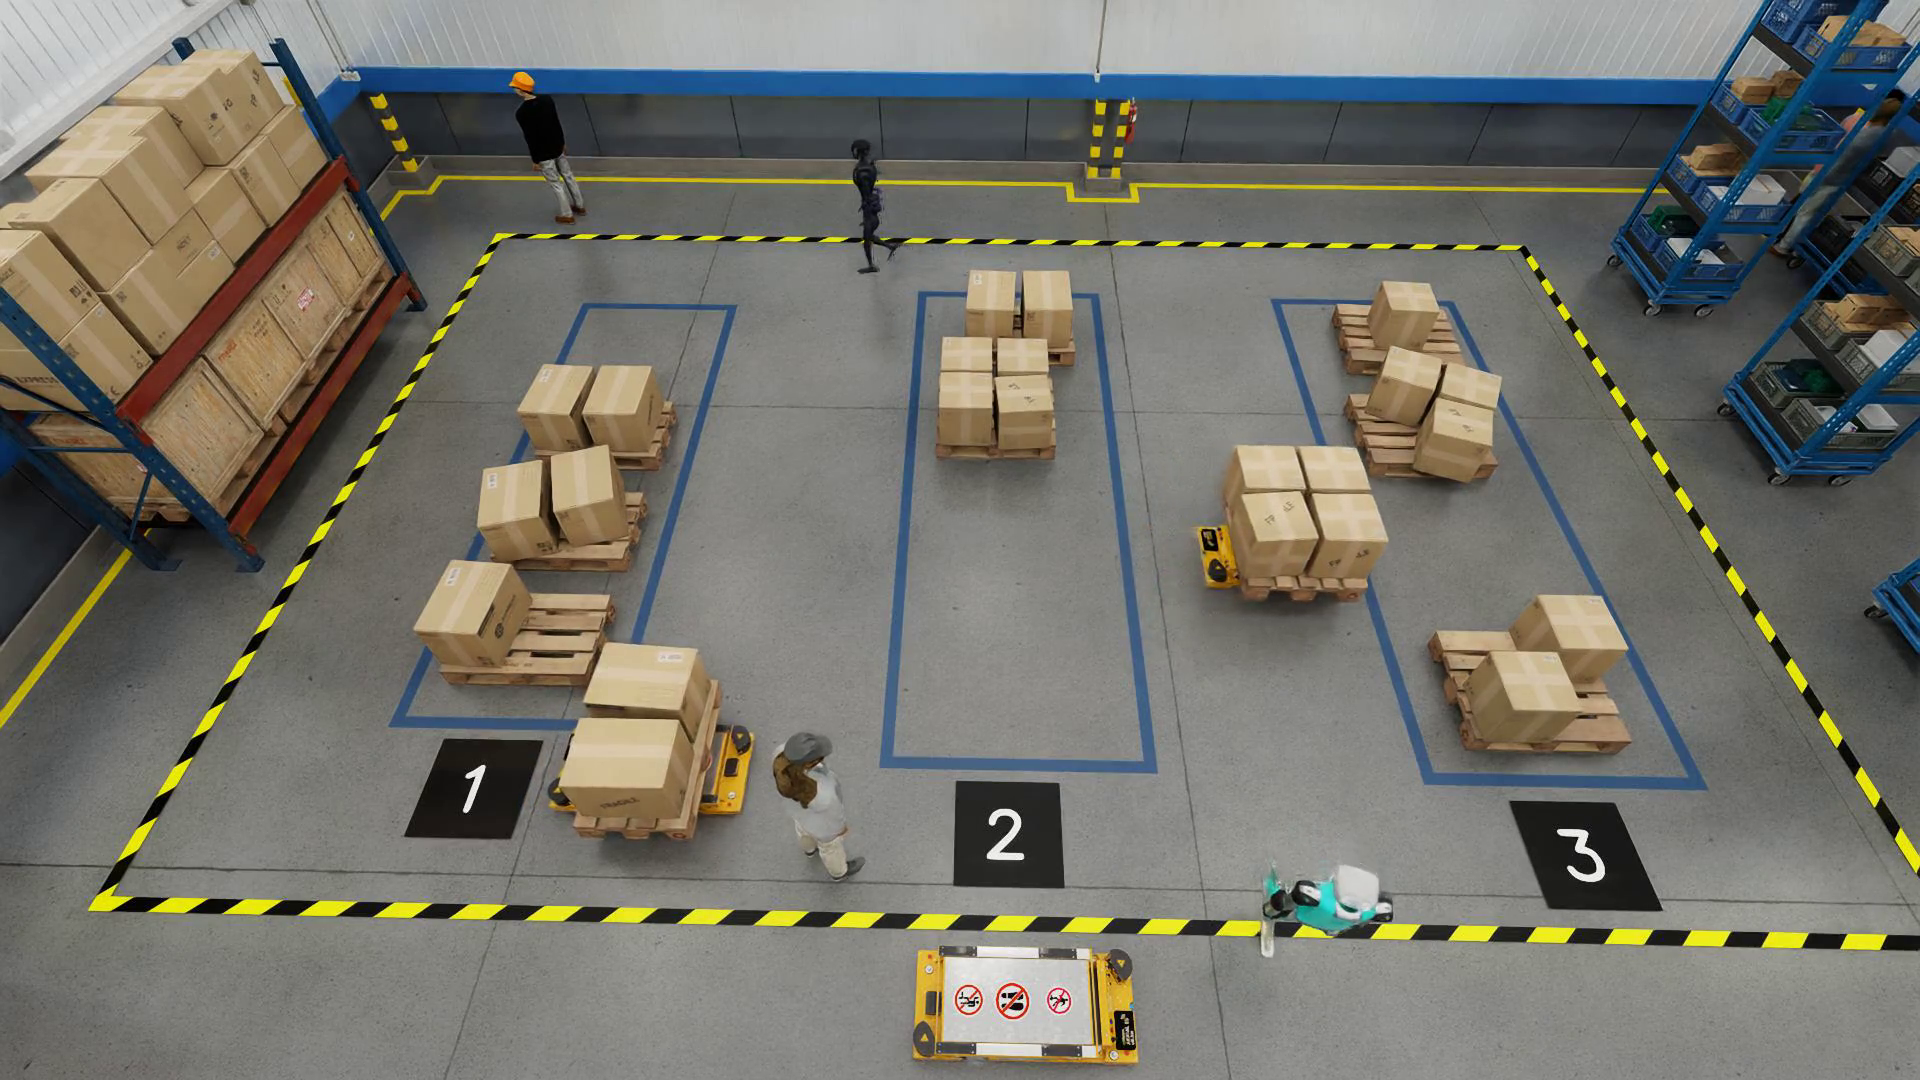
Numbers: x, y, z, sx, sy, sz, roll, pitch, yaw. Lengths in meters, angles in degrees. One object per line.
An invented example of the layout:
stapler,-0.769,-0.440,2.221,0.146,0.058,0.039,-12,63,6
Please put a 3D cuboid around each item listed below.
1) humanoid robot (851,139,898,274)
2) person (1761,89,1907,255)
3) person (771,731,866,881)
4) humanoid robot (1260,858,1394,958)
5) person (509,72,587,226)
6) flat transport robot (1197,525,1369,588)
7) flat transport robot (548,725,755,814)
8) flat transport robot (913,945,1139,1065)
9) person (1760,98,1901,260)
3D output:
humanoid robot,-1.012,-3.885,10.751,0.471,1.643,0.608,-7,51,-6
person,10.447,-4.399,10.977,0.361,1.964,0.612,8,51,7
person,-0.960,1.772,6.076,0.564,1.763,0.403,37,60,26
humanoid robot,2.173,2.214,5.802,0.548,1.871,0.833,9,51,7
person,-5.126,-4.845,11.393,0.372,1.882,0.591,19,53,15
flat transport robot,2.942,0.127,8.365,1.431,0.197,0.652,1,51,1
flat transport robot,-2.356,1.747,7.044,1.431,0.197,0.652,1,51,1
flat transport robot,0.422,3.041,6.007,1.431,0.231,0.659,1,51,1
person,10.389,-4.252,10.883,0.632,1.930,0.366,-14,52,-11
